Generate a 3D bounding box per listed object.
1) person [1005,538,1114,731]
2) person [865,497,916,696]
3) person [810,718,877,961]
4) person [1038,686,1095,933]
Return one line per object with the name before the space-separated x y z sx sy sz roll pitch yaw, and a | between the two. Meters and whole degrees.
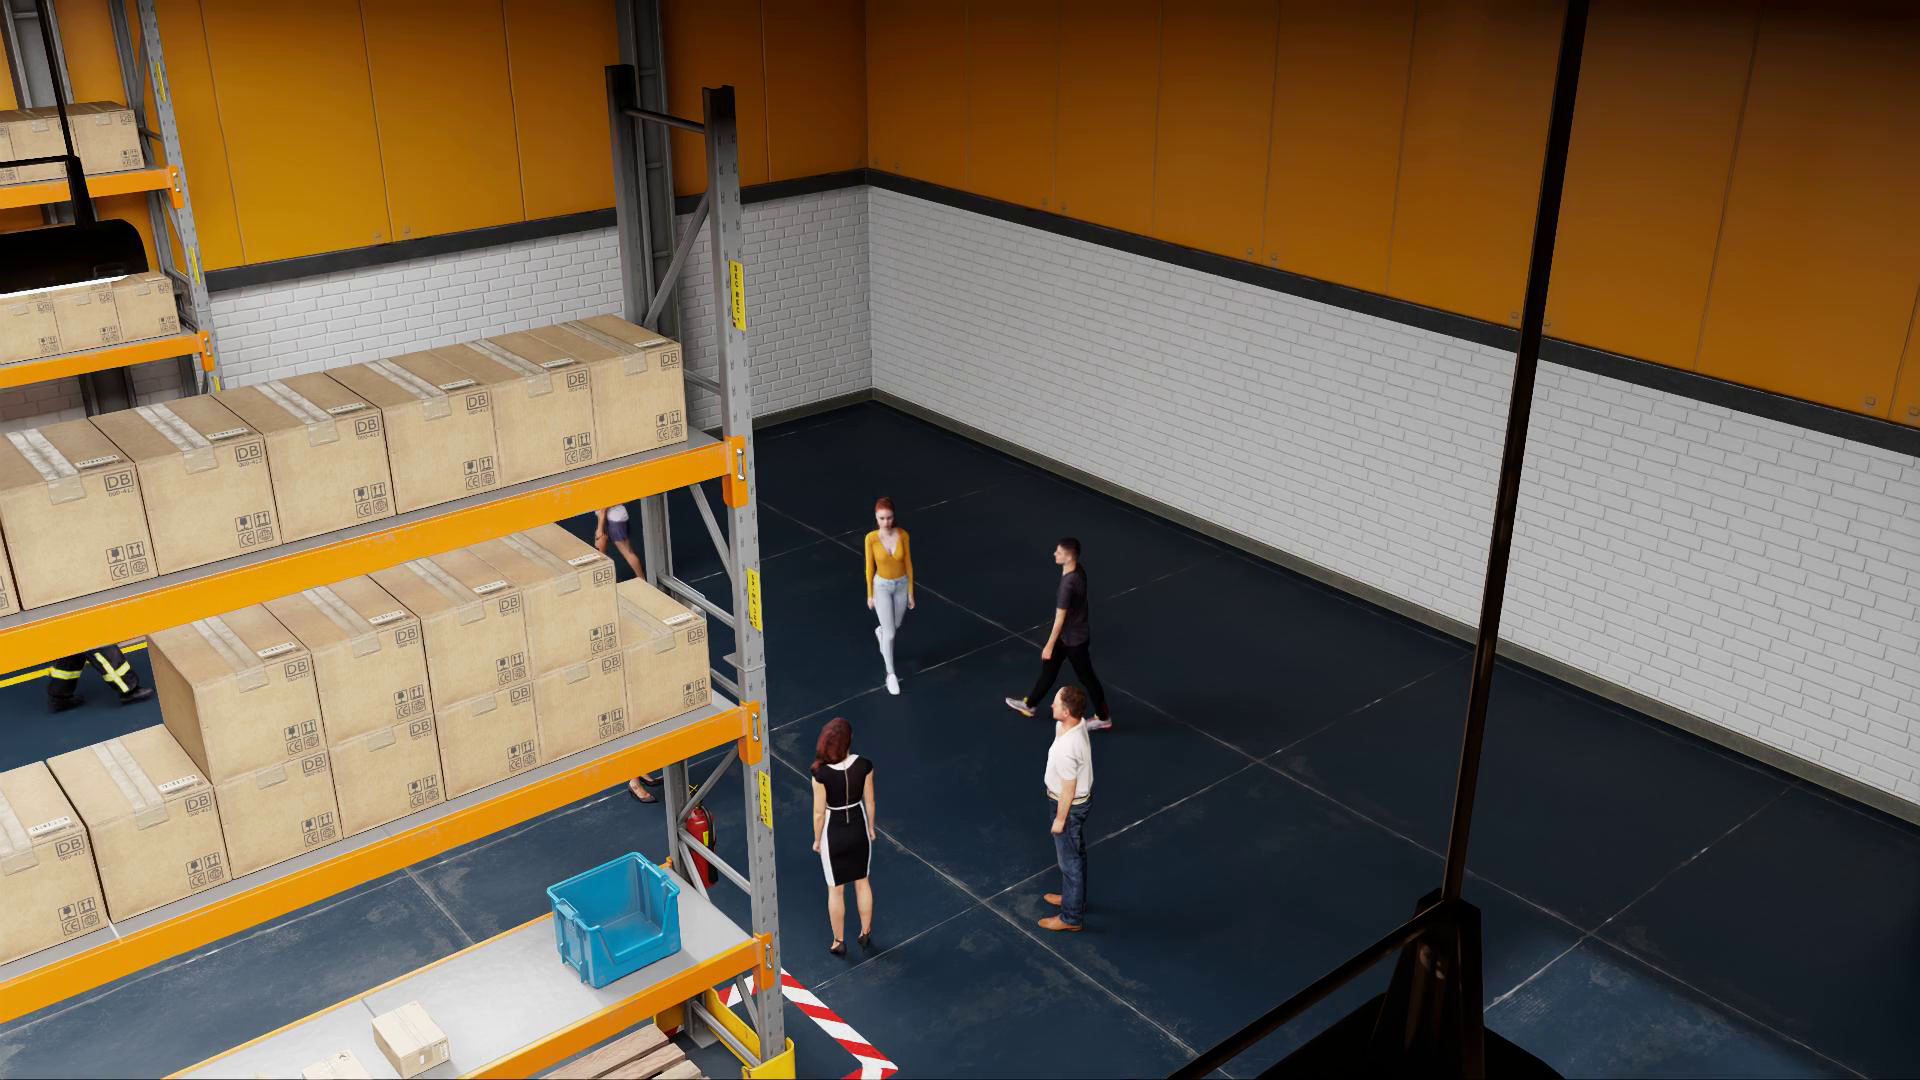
person | 1.007 0.826 13.808 1.206 1.712 1.138 2 24 4
person | -0.632 0.431 14.695 1.112 1.723 0.905 -9 25 -19
person | -0.762 1.987 11.045 0.540 1.796 0.701 -9 25 -19
person | 0.764 1.816 11.361 0.812 1.856 0.727 5 24 11
